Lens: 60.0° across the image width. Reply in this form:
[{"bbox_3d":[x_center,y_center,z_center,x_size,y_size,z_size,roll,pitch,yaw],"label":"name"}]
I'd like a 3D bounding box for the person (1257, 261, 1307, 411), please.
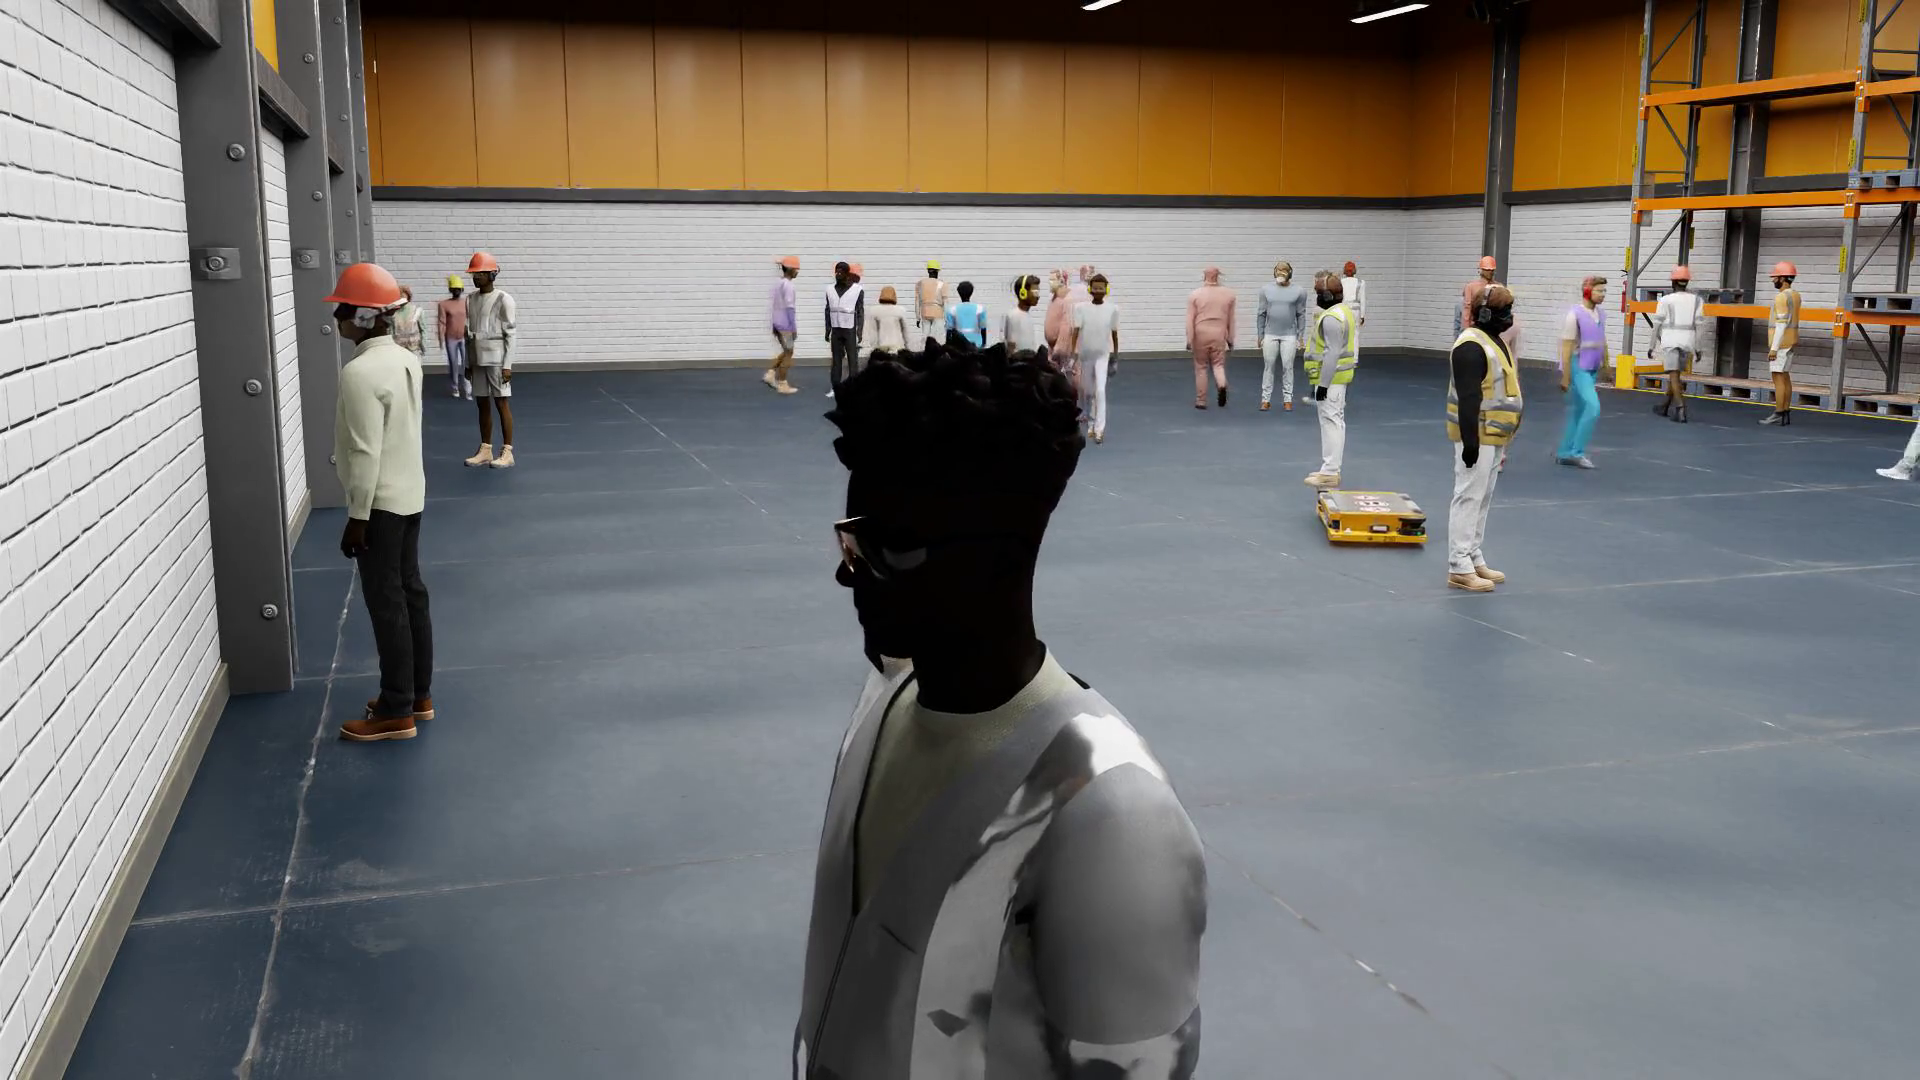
[{"bbox_3d":[4.152,-2.630,21.526,0.627,1.934,0.371,2,10,14],"label":"person"}]

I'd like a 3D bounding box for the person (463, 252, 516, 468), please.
[{"bbox_3d":[-4.496,-1.704,15.840,0.608,2.044,0.370,5,11,28],"label":"person"}]

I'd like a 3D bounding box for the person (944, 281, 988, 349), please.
[{"bbox_3d":[0.074,-2.449,21.158,0.551,1.685,0.366,-1,10,-5],"label":"person"}]

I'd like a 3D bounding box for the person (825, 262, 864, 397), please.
[{"bbox_3d":[-1.634,-2.967,23.528,0.587,1.915,0.393,4,11,21],"label":"person"}]

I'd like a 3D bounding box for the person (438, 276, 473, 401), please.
[{"bbox_3d":[-7.047,-2.829,23.321,0.532,1.729,0.926,-4,11,-23],"label":"person"}]

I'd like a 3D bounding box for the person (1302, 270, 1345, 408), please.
[{"bbox_3d":[4.835,-2.637,21.896,0.571,1.806,0.770,-5,11,-25],"label":"person"}]

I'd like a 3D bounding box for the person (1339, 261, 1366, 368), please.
[{"bbox_3d":[6.916,-4.000,29.587,0.572,1.887,0.356,2,10,14],"label":"person"}]

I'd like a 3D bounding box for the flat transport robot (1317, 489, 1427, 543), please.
[{"bbox_3d":[2.995,-0.186,12.179,0.652,0.197,1.431,1,10,8],"label":"flat transport robot"}]

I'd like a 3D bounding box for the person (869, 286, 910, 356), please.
[{"bbox_3d":[-0.931,-2.575,22.184,0.501,1.593,0.842,2,10,9],"label":"person"}]

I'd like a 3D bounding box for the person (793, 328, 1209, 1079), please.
[{"bbox_3d":[0.003,0.761,1.789,0.367,1.967,0.606,-5,11,-28],"label":"person"}]

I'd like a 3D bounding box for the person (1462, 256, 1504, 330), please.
[{"bbox_3d":[7.394,-2.999,23.476,0.622,1.992,0.397,-2,10,-12],"label":"person"}]

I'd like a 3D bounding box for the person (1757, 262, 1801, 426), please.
[{"bbox_3d":[9.707,-2.319,19.706,0.371,1.935,0.551,9,13,42],"label":"person"}]

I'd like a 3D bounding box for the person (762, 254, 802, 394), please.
[{"bbox_3d":[-2.529,-3.116,24.099,0.523,2.014,0.658,-5,11,-26],"label":"person"}]

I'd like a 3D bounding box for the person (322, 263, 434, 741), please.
[{"bbox_3d":[-2.444,-0.157,7.021,0.375,1.997,0.611,0,10,1],"label":"person"}]

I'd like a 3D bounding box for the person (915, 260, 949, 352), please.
[{"bbox_3d":[-0.468,-3.817,28.413,0.593,1.923,0.382,3,10,16],"label":"person"}]

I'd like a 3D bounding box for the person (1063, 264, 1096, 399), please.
[{"bbox_3d":[1.648,-2.878,23.117,0.646,1.887,0.657,0,10,-1],"label":"person"}]

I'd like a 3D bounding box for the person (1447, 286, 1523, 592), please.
[{"bbox_3d":[3.195,-0.620,10.150,0.429,1.841,0.633,6,11,30],"label":"person"}]

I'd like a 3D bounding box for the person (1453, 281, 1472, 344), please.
[{"bbox_3d":[7.520,-2.992,24.519,0.498,1.625,0.301,6,11,31],"label":"person"}]

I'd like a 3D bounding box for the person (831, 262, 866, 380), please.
[{"bbox_3d":[-1.677,-3.188,24.827,0.567,1.909,0.744,-5,11,-28],"label":"person"}]

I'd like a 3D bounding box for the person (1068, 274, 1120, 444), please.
[{"bbox_3d":[1.466,-1.987,18.131,0.532,1.827,0.971,2,10,10],"label":"person"}]

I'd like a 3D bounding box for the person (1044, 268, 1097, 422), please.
[{"bbox_3d":[1.202,-2.325,19.984,0.999,1.860,0.638,-4,11,-23],"label":"person"}]

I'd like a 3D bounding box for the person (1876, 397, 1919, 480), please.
[{"bbox_3d":[8.718,-1.329,14.689,0.917,1.695,0.493,6,12,31],"label":"person"}]

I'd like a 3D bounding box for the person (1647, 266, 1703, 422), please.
[{"bbox_3d":[8.752,-2.397,20.344,0.560,1.883,1.032,-1,10,-4],"label":"person"}]

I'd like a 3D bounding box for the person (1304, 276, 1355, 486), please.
[{"bbox_3d":[3.243,-1.395,14.659,0.429,1.837,0.621,4,11,21],"label":"person"}]

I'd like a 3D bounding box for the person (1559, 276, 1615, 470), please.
[{"bbox_3d":[5.968,-1.577,15.743,0.609,1.824,0.584,9,13,43],"label":"person"}]

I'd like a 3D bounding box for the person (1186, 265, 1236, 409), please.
[{"bbox_3d":[3.261,-2.627,21.631,0.652,1.887,0.531,-1,10,-8],"label":"person"}]

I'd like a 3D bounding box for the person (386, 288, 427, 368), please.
[{"bbox_3d":[-7.076,-2.412,21.216,0.532,1.599,0.597,-5,11,-24],"label":"person"}]

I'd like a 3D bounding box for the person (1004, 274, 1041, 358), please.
[{"bbox_3d":[0.522,-1.431,14.821,0.460,1.851,0.548,4,11,22],"label":"person"}]

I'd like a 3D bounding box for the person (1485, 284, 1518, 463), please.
[{"bbox_3d":[4.944,-1.502,15.536,0.532,1.752,0.476,-6,12,-33],"label":"person"}]
